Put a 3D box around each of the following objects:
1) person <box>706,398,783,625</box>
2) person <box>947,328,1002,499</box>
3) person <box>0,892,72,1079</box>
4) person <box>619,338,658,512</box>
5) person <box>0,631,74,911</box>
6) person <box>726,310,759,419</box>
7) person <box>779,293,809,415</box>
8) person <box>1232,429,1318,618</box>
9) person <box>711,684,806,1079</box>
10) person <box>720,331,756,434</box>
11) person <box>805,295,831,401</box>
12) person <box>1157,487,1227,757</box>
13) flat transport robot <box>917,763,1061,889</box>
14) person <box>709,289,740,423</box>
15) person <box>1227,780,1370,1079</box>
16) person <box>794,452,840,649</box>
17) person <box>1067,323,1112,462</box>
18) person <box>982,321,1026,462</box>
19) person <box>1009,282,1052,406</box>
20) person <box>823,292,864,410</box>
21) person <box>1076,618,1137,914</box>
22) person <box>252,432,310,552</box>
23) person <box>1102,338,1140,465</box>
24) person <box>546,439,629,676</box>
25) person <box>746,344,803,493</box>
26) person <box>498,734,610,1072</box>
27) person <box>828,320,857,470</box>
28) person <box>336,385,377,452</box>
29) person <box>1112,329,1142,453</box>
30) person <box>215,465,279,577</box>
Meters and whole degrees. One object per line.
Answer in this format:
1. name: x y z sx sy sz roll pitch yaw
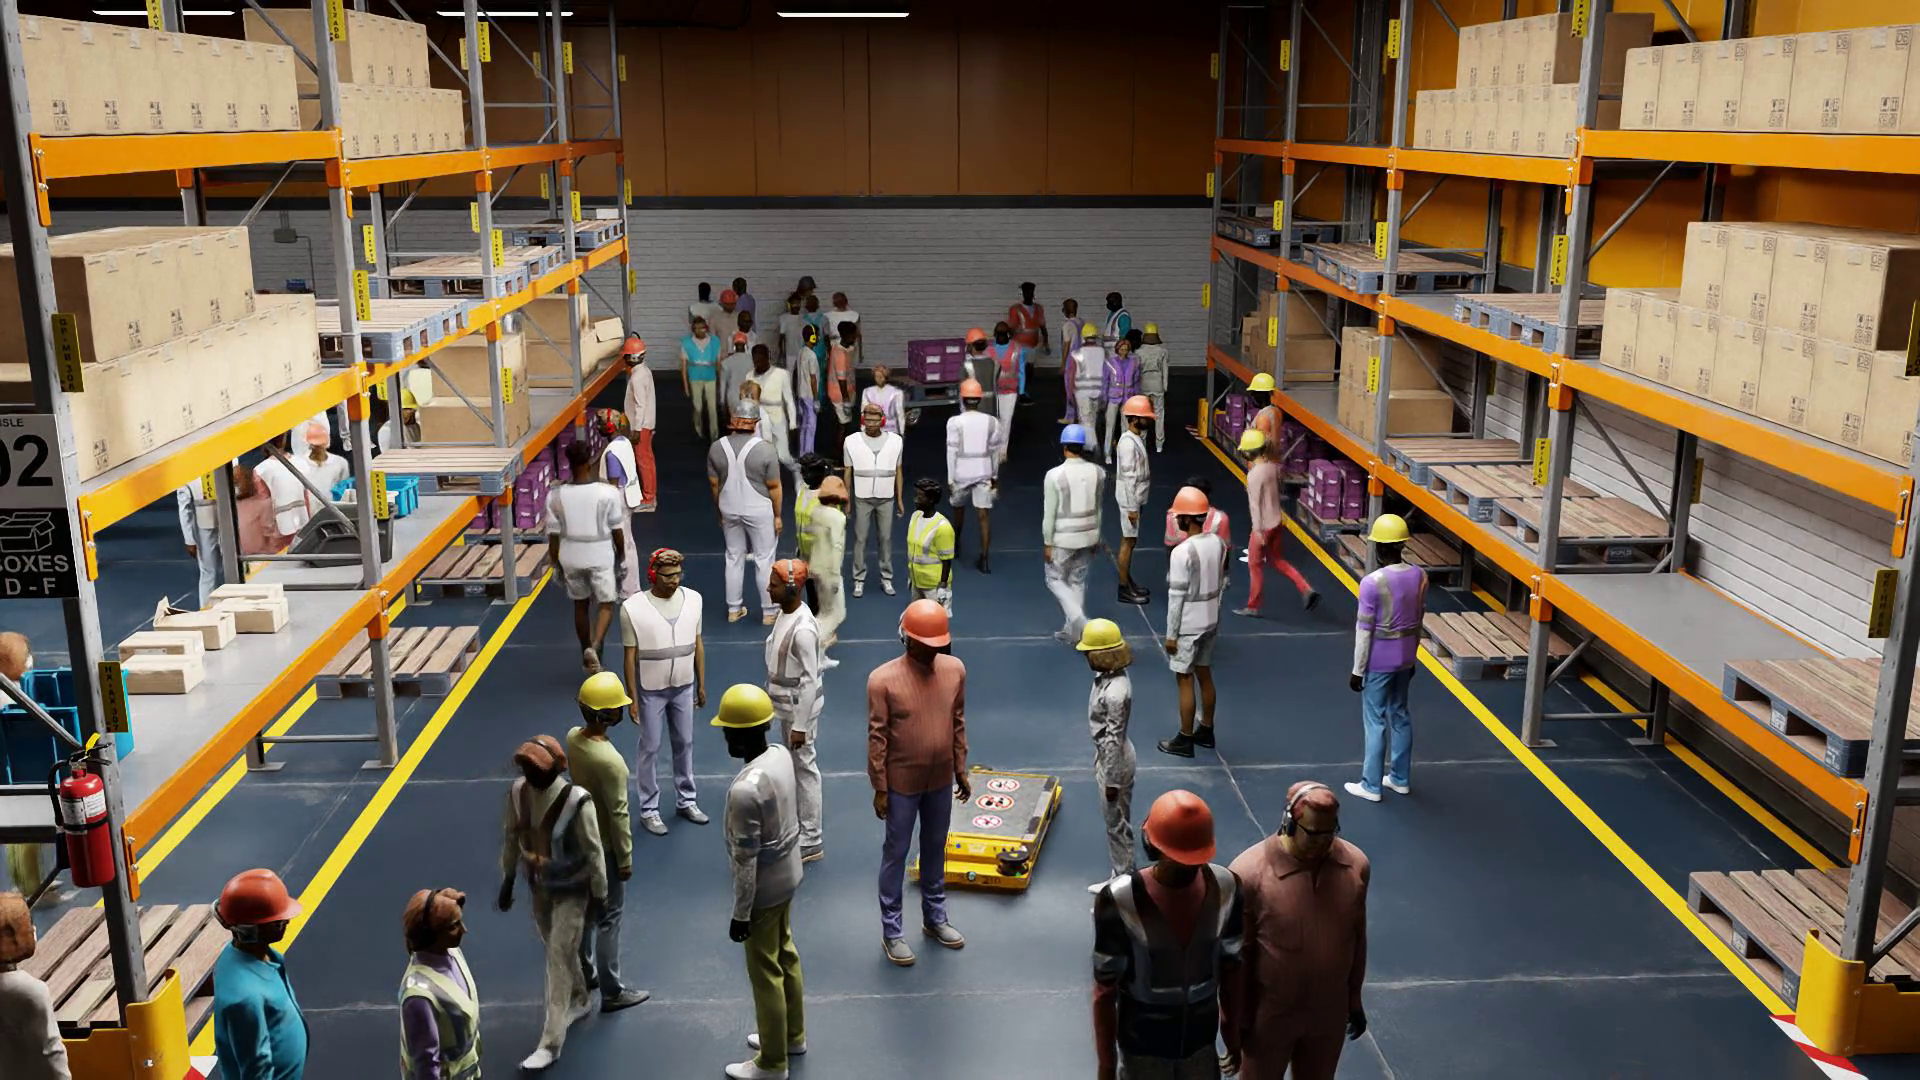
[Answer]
1. person: -1.856 -0.267 14.767 0.680 2.000 0.537 5 15 18
2. person: 0.198 -1.521 19.805 0.603 1.980 1.030 -7 16 -25
3. person: -3.543 2.099 6.289 0.507 1.632 0.275 6 15 21
4. person: -3.657 -1.314 18.971 0.390 1.991 0.625 -1 14 -2
5. person: -5.328 1.302 9.430 0.288 1.630 0.506 -12 18 -39
6. person: -2.979 -2.255 22.982 0.504 1.839 0.348 -10 17 -33
7. person: -2.459 -2.766 24.923 0.531 1.867 0.316 -6 16 -23
8. person: 2.787 -0.122 14.796 0.713 1.733 0.539 9 17 32
9. person: -0.938 1.589 7.740 0.402 1.919 0.582 2 14 9
10. person: -2.826 -1.834 21.533 0.581 1.727 0.456 1 14 2
11. person: -2.248 -2.797 25.180 0.526 1.800 0.940 -4 15 -14
12. person: 1.614 0.576 11.691 0.381 1.932 0.544 13 19 42
13. flat transport robot: 0.209 1.753 10.365 0.652 0.197 1.431 3 15 11
14. person: -3.444 -2.777 24.801 0.607 1.960 0.936 -6 15 -22
15. person: 1.357 1.865 6.675 0.641 1.905 0.410 -4 15 -17
16. person: -1.220 0.084 14.084 0.319 1.693 0.532 -12 19 -39
17. person: 1.715 -1.932 21.794 0.593 1.804 0.827 -5 15 -18
18. person: 0.528 -1.951 21.804 0.653 1.832 0.514 2 14 6
19. person: 1.088 -3.052 25.909 0.636 1.938 0.569 -12 18 -38
20. person: -1.783 -2.873 25.441 0.649 1.819 0.553 -2 14 -9
21. person: 0.830 1.271 9.366 0.374 1.729 0.482 0 14 1
22. person: -5.775 -0.065 14.253 0.405 1.907 0.597 5 15 18
23. person: 2.082 -1.801 21.592 0.510 1.639 0.308 -3 15 -13
24. person: -2.981 0.161 13.275 0.627 1.947 0.690 0 14 0
25. person: -2.153 -1.372 19.395 0.646 1.890 0.656 7 16 26
26. person: -1.984 1.686 7.955 0.544 1.619 0.546 8 16 30
27. person: -1.452 -1.853 21.253 0.490 1.932 0.731 -2 14 -7
28. person: -8.239 -2.142 22.432 0.403 1.895 0.647 14 20 43
29. person: 2.217 -1.996 22.279 0.390 1.682 0.537 0 14 0
30. person: -5.979 0.126 14.088 0.506 1.609 0.625 2 14 7
